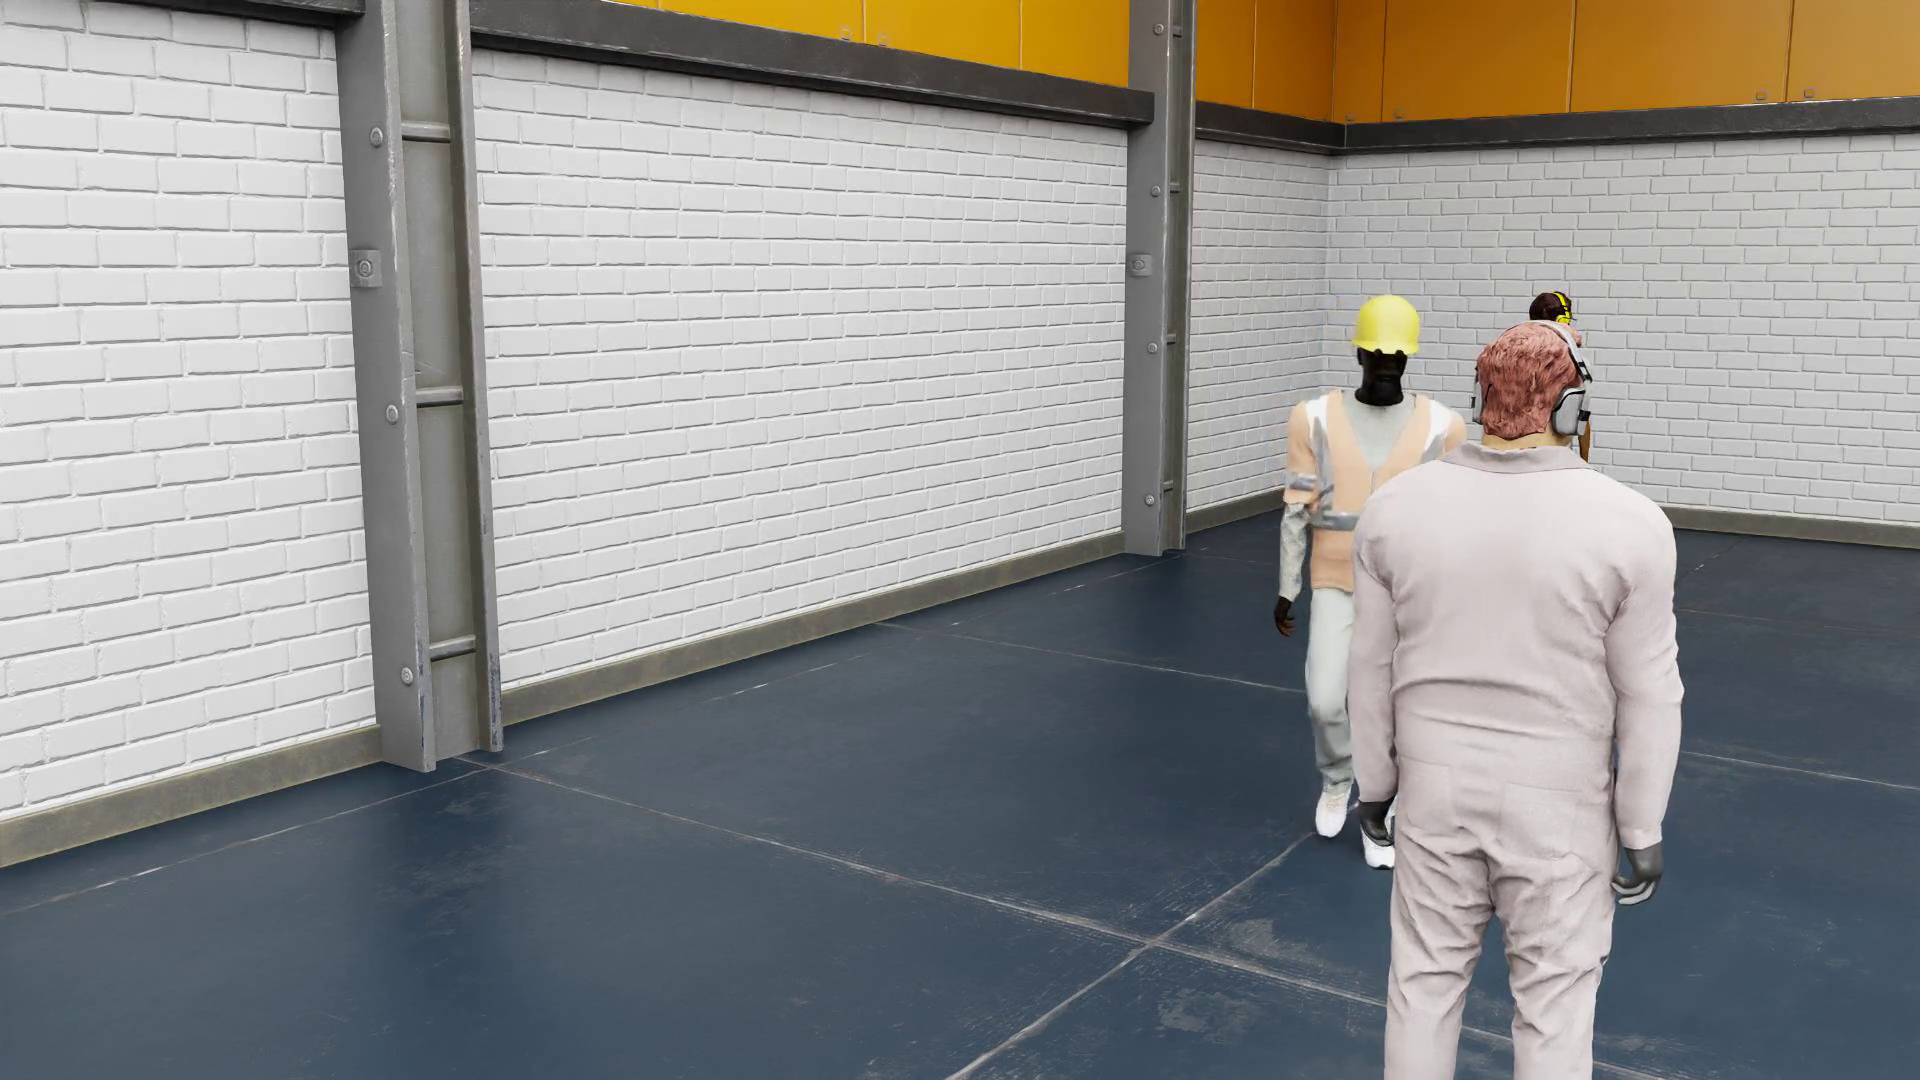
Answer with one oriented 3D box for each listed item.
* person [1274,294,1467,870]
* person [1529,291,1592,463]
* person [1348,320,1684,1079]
[{"bbox_3d":[1.368,0.143,5.563,0.625,1.912,0.421,2,10,12],"label":"person"},{"bbox_3d":[3.017,-0.351,8.657,0.526,1.864,0.315,7,12,36],"label":"person"},{"bbox_3d":[1.119,0.512,3.392,0.648,1.907,0.401,7,12,36],"label":"person"}]
